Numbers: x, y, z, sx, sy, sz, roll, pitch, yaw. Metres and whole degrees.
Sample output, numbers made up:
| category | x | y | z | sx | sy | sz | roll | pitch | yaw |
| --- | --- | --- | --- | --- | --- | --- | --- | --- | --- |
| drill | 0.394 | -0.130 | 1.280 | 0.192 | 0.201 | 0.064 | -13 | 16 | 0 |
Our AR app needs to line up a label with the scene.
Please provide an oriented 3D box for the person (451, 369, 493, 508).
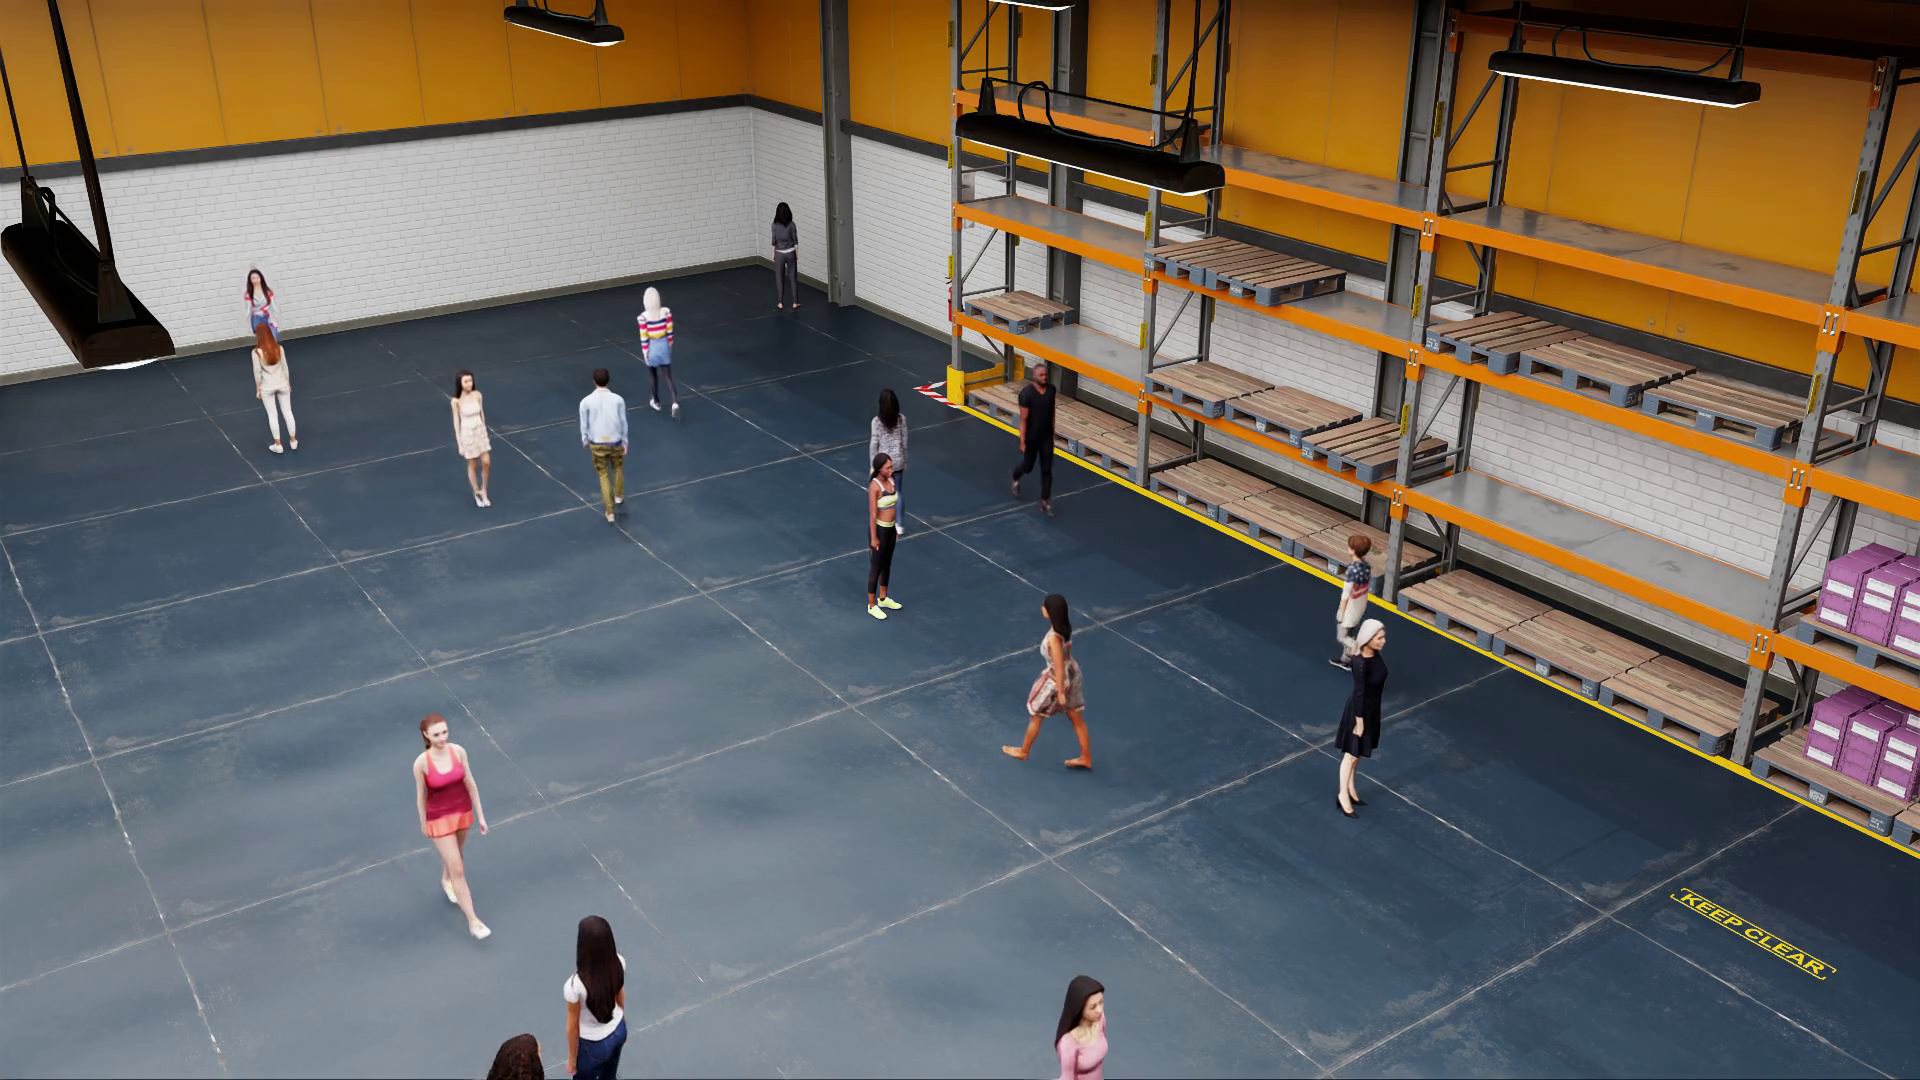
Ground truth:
| category | x | y | z | sx | sy | sz | roll | pitch | yaw |
| --- | --- | --- | --- | --- | --- | --- | --- | --- | --- |
| person | -5.789 | -1.195 | 19.613 | 0.611 | 1.721 | 0.620 | -19 | 30 | -37 |

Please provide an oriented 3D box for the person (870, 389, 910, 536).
| category | x | y | z | sx | sy | sz | roll | pitch | yaw |
| --- | --- | --- | --- | --- | --- | --- | --- | --- | --- |
| person | -0.810 | -0.877 | 18.875 | 0.653 | 1.731 | 0.586 | -11 | 26 | -23 |

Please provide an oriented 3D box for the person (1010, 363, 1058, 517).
| category | x | y | z | sx | sy | sz | roll | pitch | yaw |
| --- | --- | --- | --- | --- | --- | --- | --- | --- | --- |
| person | 0.865 | -1.223 | 19.587 | 0.749 | 1.794 | 1.157 | -12 | 26 | -26 |

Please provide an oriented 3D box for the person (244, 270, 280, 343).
| category | x | y | z | sx | sy | sz | roll | pitch | yaw |
| --- | --- | --- | --- | --- | --- | --- | --- | --- | --- |
| person | -10.180 | -3.158 | 24.293 | 0.775 | 1.570 | 1.147 | -9 | 25 | -20 |

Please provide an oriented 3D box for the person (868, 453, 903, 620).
| category | x | y | z | sx | sy | sz | roll | pitch | yaw |
| --- | --- | --- | --- | --- | --- | --- | --- | --- | --- |
| person | -0.800 | -0.072 | 17.005 | 0.622 | 1.753 | 0.632 | 14 | 27 | 29 |

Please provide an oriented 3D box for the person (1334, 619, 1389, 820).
| category | x | y | z | sx | sy | sz | roll | pitch | yaw |
| --- | --- | --- | --- | --- | --- | --- | --- | --- | --- |
| person | 3.285 | 1.434 | 13.567 | 0.703 | 1.747 | 0.690 | 13 | 27 | 27 |

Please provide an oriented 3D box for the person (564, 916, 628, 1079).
| category | x | y | z | sx | sy | sz | roll | pitch | yaw |
| --- | --- | --- | --- | --- | --- | --- | --- | --- | --- |
| person | -2.089 | 3.031 | 9.890 | 0.964 | 1.766 | 0.789 | 15 | 28 | 31 |

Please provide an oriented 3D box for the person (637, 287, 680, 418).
| category | x | y | z | sx | sy | sz | roll | pitch | yaw |
| --- | --- | --- | --- | --- | --- | --- | --- | --- | --- |
| person | -4.059 | -2.532 | 22.597 | 0.771 | 1.782 | 1.153 | -11 | 26 | -24 |

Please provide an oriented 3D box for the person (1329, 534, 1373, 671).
| category | x | y | z | sx | sy | sz | roll | pitch | yaw |
| --- | --- | --- | --- | --- | --- | --- | --- | --- | --- |
| person | 3.772 | 0.645 | 15.776 | 0.824 | 1.423 | 0.615 | 22 | 32 | 40 |

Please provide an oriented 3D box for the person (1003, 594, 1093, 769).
| category | x | y | z | sx | sy | sz | roll | pitch | yaw |
| --- | --- | --- | --- | --- | --- | --- | --- | --- | --- |
| person | 0.937 | 1.243 | 14.182 | 1.114 | 1.605 | 0.986 | 7 | 25 | 16 |

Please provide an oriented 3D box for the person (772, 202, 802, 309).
| category | x | y | z | sx | sy | sz | roll | pitch | yaw |
| --- | --- | --- | --- | --- | --- | --- | --- | --- | --- |
| person | -2.905 | -4.736 | 27.661 | 0.668 | 1.765 | 0.680 | -1 | 24 | -3 |

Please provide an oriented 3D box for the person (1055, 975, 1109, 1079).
| category | x | y | z | sx | sy | sz | roll | pitch | yaw |
| --- | --- | --- | --- | --- | --- | --- | --- | --- | --- |
| person | 0.612 | 3.212 | 9.555 | 1.187 | 1.703 | 0.815 | 19 | 30 | 37 |

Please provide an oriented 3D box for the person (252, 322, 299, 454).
| category | x | y | z | sx | sy | sz | roll | pitch | yaw |
| --- | --- | --- | --- | --- | --- | --- | --- | --- | --- |
| person | -8.817 | -1.966 | 21.388 | 0.608 | 1.713 | 0.565 | -18 | 29 | -36 |

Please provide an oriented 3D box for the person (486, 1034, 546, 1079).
| category | x | y | z | sx | sy | sz | roll | pitch | yaw |
| --- | --- | --- | --- | --- | --- | --- | --- | --- | --- |
| person | -2.429 | 3.460 | 9.132 | 0.993 | 1.587 | 0.905 | 12 | 27 | 26 |

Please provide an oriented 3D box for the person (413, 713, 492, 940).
| category | x | y | z | sx | sy | sz | roll | pitch | yaw |
| --- | --- | --- | --- | --- | --- | --- | --- | --- | --- |
| person | -3.781 | 2.027 | 12.268 | 0.626 | 1.702 | 1.165 | -19 | 30 | -37 |

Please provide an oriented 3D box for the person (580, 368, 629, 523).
| category | x | y | z | sx | sy | sz | roll | pitch | yaw |
| --- | --- | --- | --- | --- | --- | --- | --- | --- | --- |
| person | -4.093 | -1.070 | 19.252 | 0.874 | 1.781 | 1.114 | -8 | 25 | -17 |
